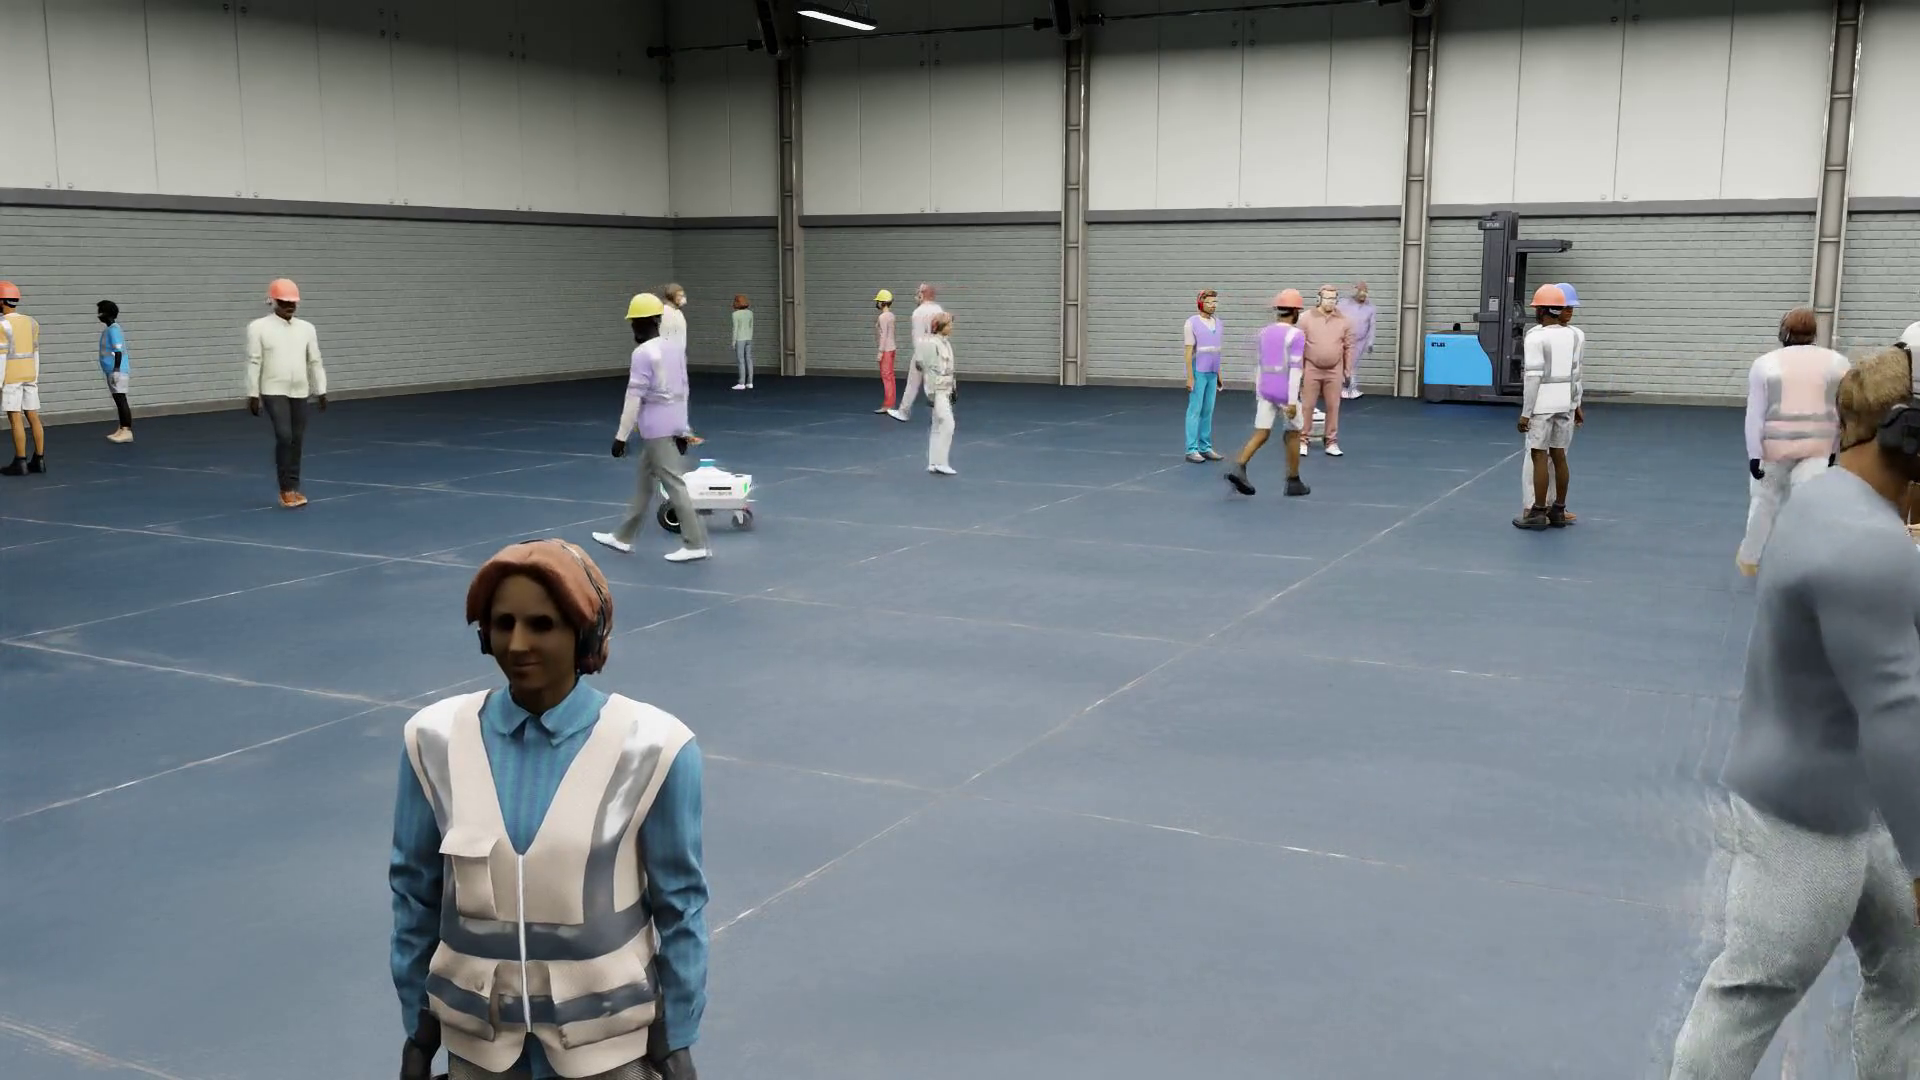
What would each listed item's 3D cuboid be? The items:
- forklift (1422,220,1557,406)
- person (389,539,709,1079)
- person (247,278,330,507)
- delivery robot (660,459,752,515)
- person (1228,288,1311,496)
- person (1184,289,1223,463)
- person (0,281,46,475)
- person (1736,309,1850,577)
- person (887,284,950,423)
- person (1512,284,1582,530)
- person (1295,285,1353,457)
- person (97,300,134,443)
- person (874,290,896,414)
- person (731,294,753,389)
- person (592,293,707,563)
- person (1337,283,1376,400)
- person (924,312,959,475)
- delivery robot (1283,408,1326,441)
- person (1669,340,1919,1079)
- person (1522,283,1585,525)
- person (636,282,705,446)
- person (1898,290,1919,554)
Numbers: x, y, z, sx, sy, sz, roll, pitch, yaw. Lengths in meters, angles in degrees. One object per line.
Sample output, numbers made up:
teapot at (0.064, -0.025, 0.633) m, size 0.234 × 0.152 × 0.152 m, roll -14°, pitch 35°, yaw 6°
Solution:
forklift at (8.245, -3.527, 25.720) m, size 1.873 × 2.768 × 1.129 m, roll 5°, pitch 10°, yaw 27°
person at (-0.654, 0.805, 2.679) m, size 0.514 × 1.643 × 0.307 m, roll 1°, pitch 9°, yaw 4°
person at (-5.779, -1.268, 14.422) m, size 0.645 × 1.972 × 0.627 m, roll 7°, pitch 12°, yaw 39°
delivery robot at (-2.026, -0.405, 13.327) m, size 0.707 × 0.478 × 0.477 m, roll 0°, pitch 9°, yaw -2°
person at (2.822, -1.331, 15.101) m, size 0.914 × 1.894 × 0.548 m, roll -7°, pitch 12°, yaw -38°
person at (2.621, -1.775, 17.960) m, size 0.571 × 1.845 × 0.382 m, roll -9°, pitch 13°, yaw -44°
person at (-9.559, -1.636, 16.817) m, size 0.361 × 1.939 × 0.542 m, roll 2°, pitch 10°, yaw 15°
person at (5.375, -0.586, 10.776) m, size 0.631 × 1.798 × 0.939 m, roll 2°, pitch 9°, yaw 14°
person at (-0.510, -2.475, 22.230) m, size 0.975 × 1.853 × 0.676 m, roll 7°, pitch 12°, yaw 37°
person at (4.664, -1.059, 13.263) m, size 0.542 × 1.939 × 0.369 m, roll -5°, pitch 11°, yaw -29°
person at (4.027, -1.869, 18.436) m, size 0.654 × 1.894 × 0.417 m, roll 0°, pitch 9°, yaw 1°
person at (-10.143, -2.024, 19.953) m, size 0.317 × 1.696 × 0.540 m, roll -6°, pitch 11°, yaw -32°
person at (-1.085, -2.715, 23.996) m, size 0.306 × 1.772 × 0.527 m, roll 2°, pitch 9°, yaw 12°
person at (-3.779, -3.436, 28.855) m, size 0.285 × 1.635 × 0.500 m, roll 6°, pitch 11°, yaw 33°
person at (-2.224, -0.786, 11.737) m, size 0.958 × 1.877 × 0.607 m, roll 2°, pitch 9°, yaw 12°
person at (6.269, -3.153, 26.450) m, size 0.667 × 1.853 × 0.944 m, roll -2°, pitch 9°, yaw -10°
person at (-0.129, -1.460, 16.659) m, size 0.479 × 1.624 × 0.548 m, roll 3°, pitch 10°, yaw 15°
delivery robot at (4.053, -1.401, 19.471) m, size 0.477 × 0.478 × 0.707 m, roll -1°, pitch 9°, yaw -9°
person at (1.865, 0.565, 3.338) m, size 0.868 × 1.901 × 0.647 m, roll 5°, pitch 11°, yaw 29°
person at (4.812, -1.099, 13.478) m, size 0.607 × 1.948 × 0.389 m, roll -5°, pitch 10°, yaw -27°
person at (-3.465, -2.085, 19.673) m, size 0.793 × 1.921 × 0.636 m, roll 0°, pitch 9°, yaw 1°
person at (6.981, -0.900, 11.950) m, size 0.608 × 2.048 × 0.365 m, roll -7°, pitch 11°, yaw -36°
